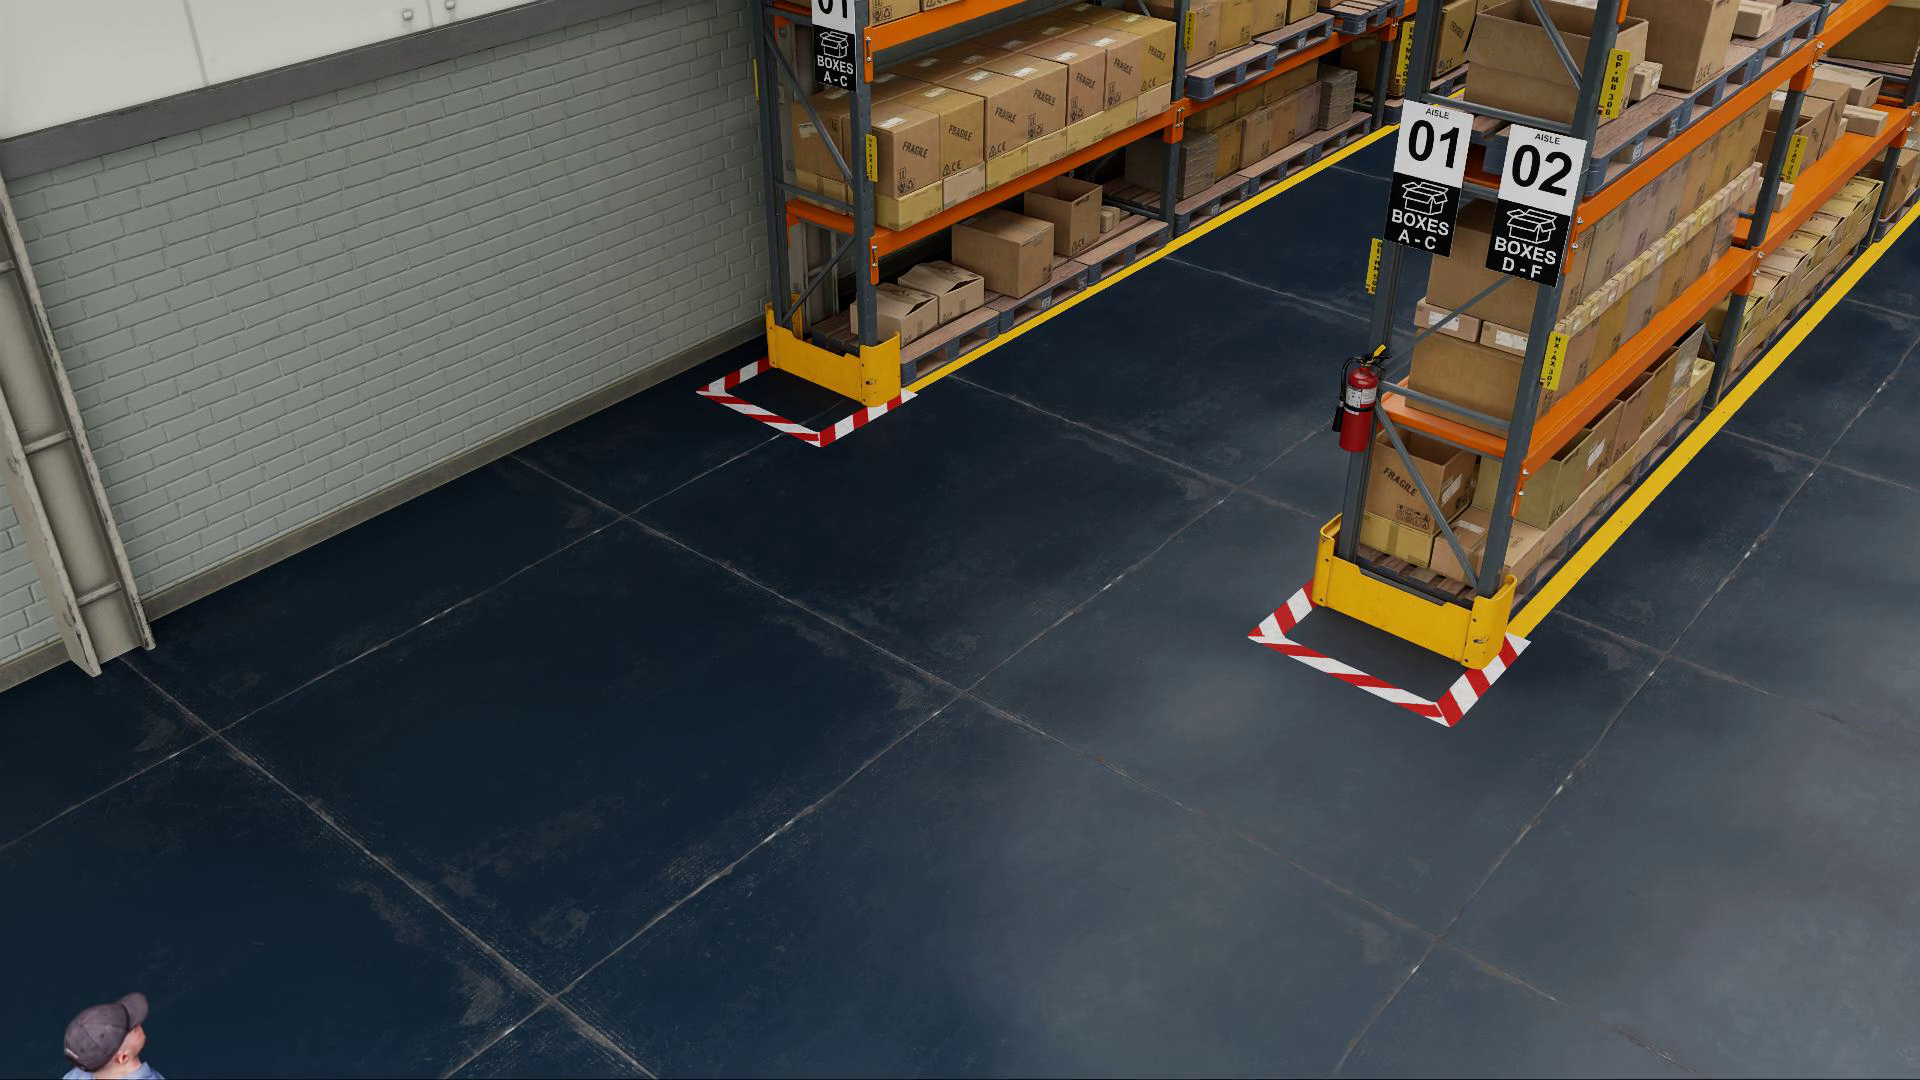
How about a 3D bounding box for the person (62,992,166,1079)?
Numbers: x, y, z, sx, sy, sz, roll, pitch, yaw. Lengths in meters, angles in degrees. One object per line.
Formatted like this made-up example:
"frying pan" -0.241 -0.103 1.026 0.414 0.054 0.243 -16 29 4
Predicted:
"person" -2.737 2.279 5.808 0.727 1.888 0.704 10 34 15
